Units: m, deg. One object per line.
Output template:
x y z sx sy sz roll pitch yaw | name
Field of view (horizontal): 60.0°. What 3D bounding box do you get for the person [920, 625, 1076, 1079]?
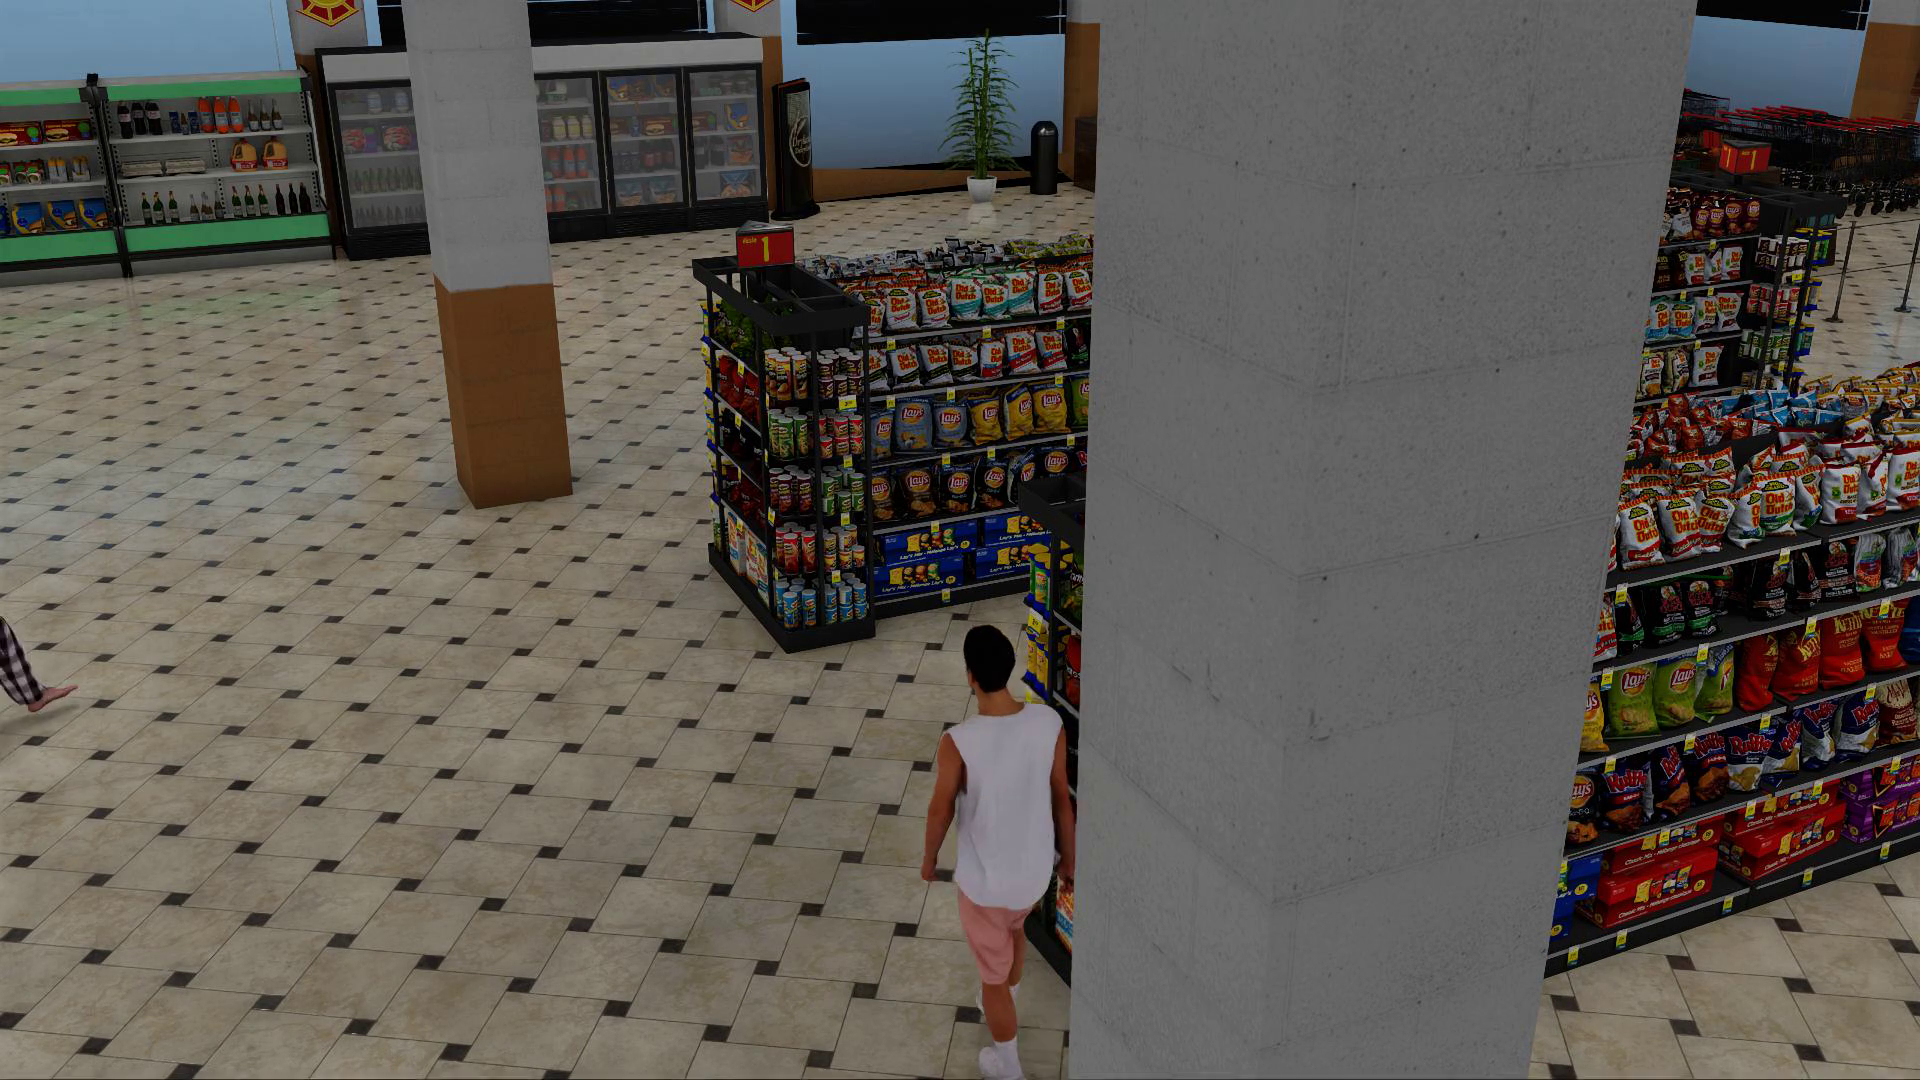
0.186 1.204 5.872 0.744 1.756 0.726 -10 24 -23 | person
